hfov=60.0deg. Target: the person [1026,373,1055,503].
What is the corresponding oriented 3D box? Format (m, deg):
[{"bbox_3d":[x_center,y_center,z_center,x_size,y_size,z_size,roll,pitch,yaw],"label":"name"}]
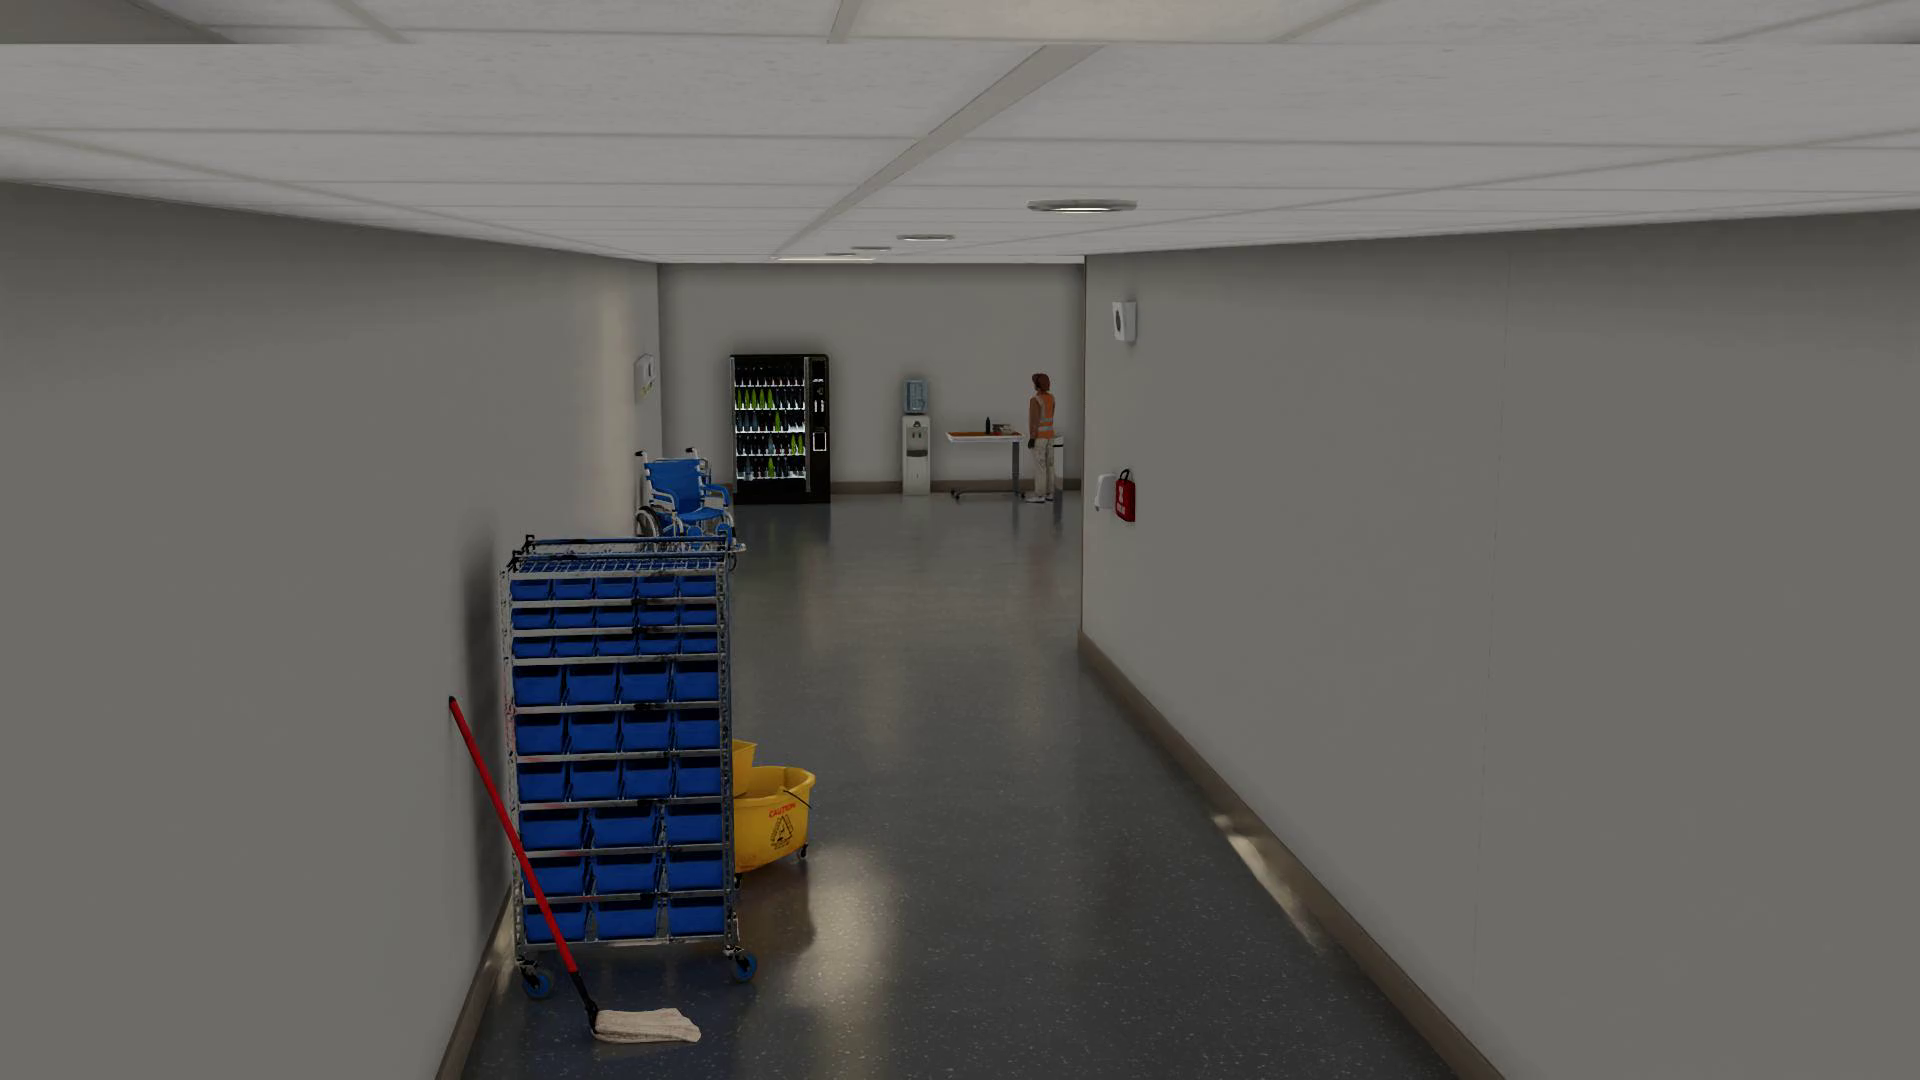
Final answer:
[{"bbox_3d":[1.029,-1.286,20.996,0.308,1.640,0.510,6,11,31],"label":"person"}]
